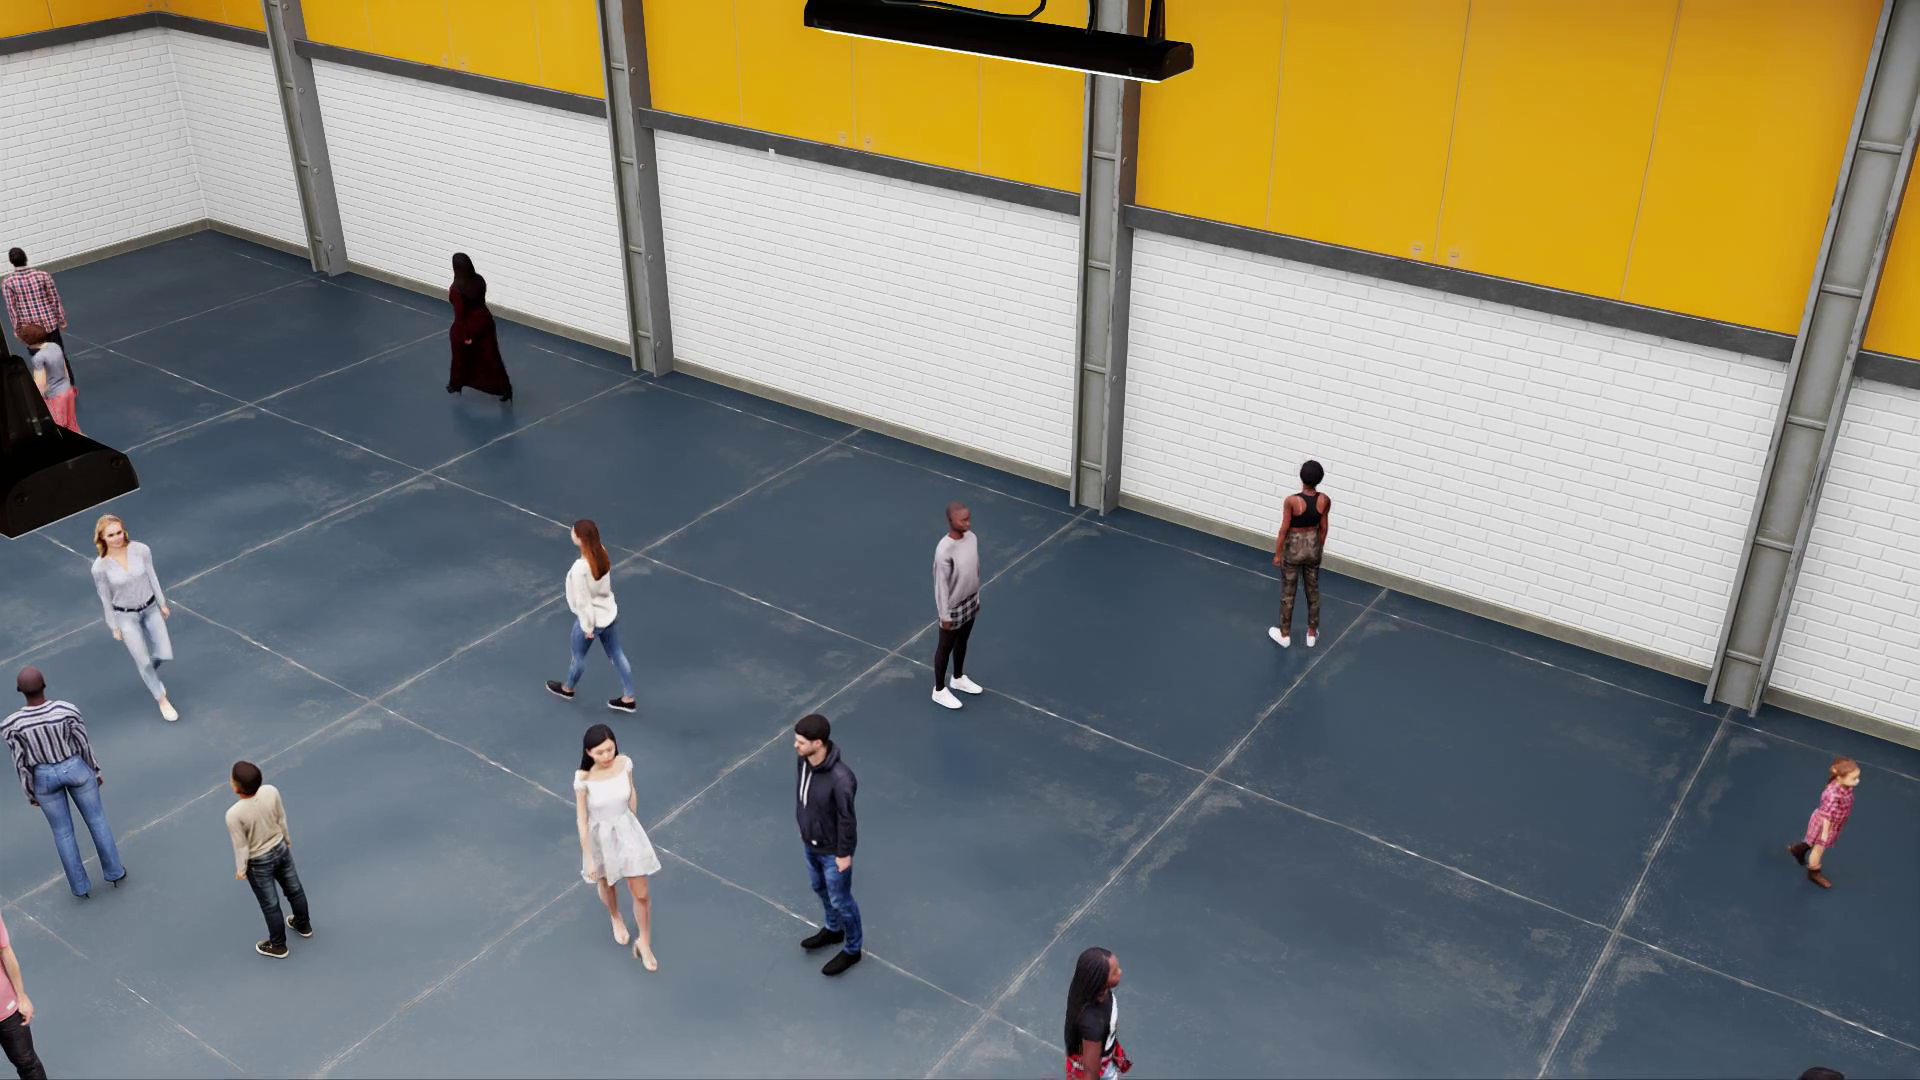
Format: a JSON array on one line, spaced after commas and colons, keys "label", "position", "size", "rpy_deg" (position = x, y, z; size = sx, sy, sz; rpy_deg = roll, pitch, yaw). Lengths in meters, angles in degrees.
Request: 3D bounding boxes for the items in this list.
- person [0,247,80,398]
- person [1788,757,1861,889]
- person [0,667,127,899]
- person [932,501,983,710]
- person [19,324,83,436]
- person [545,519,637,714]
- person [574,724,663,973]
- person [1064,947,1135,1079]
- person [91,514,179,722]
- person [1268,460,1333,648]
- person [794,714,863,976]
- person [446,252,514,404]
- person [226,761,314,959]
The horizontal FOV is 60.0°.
[{"label": "person", "position": [-10.152, -2.379, 18.319], "size": [0.767, 1.761, 0.700], "rpy_deg": [-19, 34, -31]}, {"label": "person", "position": [5.859, 1.878, 11.293], "size": [0.484, 1.016, 0.593], "rpy_deg": [-24, 37, -36]}, {"label": "person", "position": [-5.917, 1.602, 10.985], "size": [0.692, 1.796, 0.664], "rpy_deg": [-16, 33, -27]}, {"label": "person", "position": [-0.043, 0.485, 13.061], "size": [0.510, 1.769, 0.609], "rpy_deg": [20, 34, 32]}, {"label": "person", "position": [-9.052, -1.423, 16.695], "size": [0.714, 1.638, 0.718], "rpy_deg": [13, 31, 22]}, {"label": "person", "position": [-2.749, 0.627, 12.914], "size": [1.052, 1.659, 0.762], "rpy_deg": [12, 31, 22]}, {"label": "person", "position": [-2.243, 1.882, 10.515], "size": [0.813, 1.755, 0.928], "rpy_deg": [-15, 32, -25]}, {"label": "person", "position": [0.617, 2.825, 8.829], "size": [1.035, 1.712, 0.924], "rpy_deg": [-1, 29, -2]}, {"label": "person", "position": [-6.402, 0.568, 12.884], "size": [0.694, 1.791, 0.795], "rpy_deg": [-24, 37, -37]}, {"label": "person", "position": [2.830, 0.112, 13.820], "size": [0.675, 1.696, 0.748], "rpy_deg": [-6, 29, -11]}, {"label": "person", "position": [-0.805, 1.864, 10.413], "size": [0.802, 1.883, 0.632], "rpy_deg": [-19, 34, -31]}, {"label": "person", "position": [-5.230, -2.267, 18.175], "size": [1.120, 1.702, 0.673], "rpy_deg": [17, 33, 29]}, {"label": "person", "position": [-4.412, 2.009, 10.583], "size": [0.527, 1.466, 0.568], "rpy_deg": [16, 32, 26]}]
